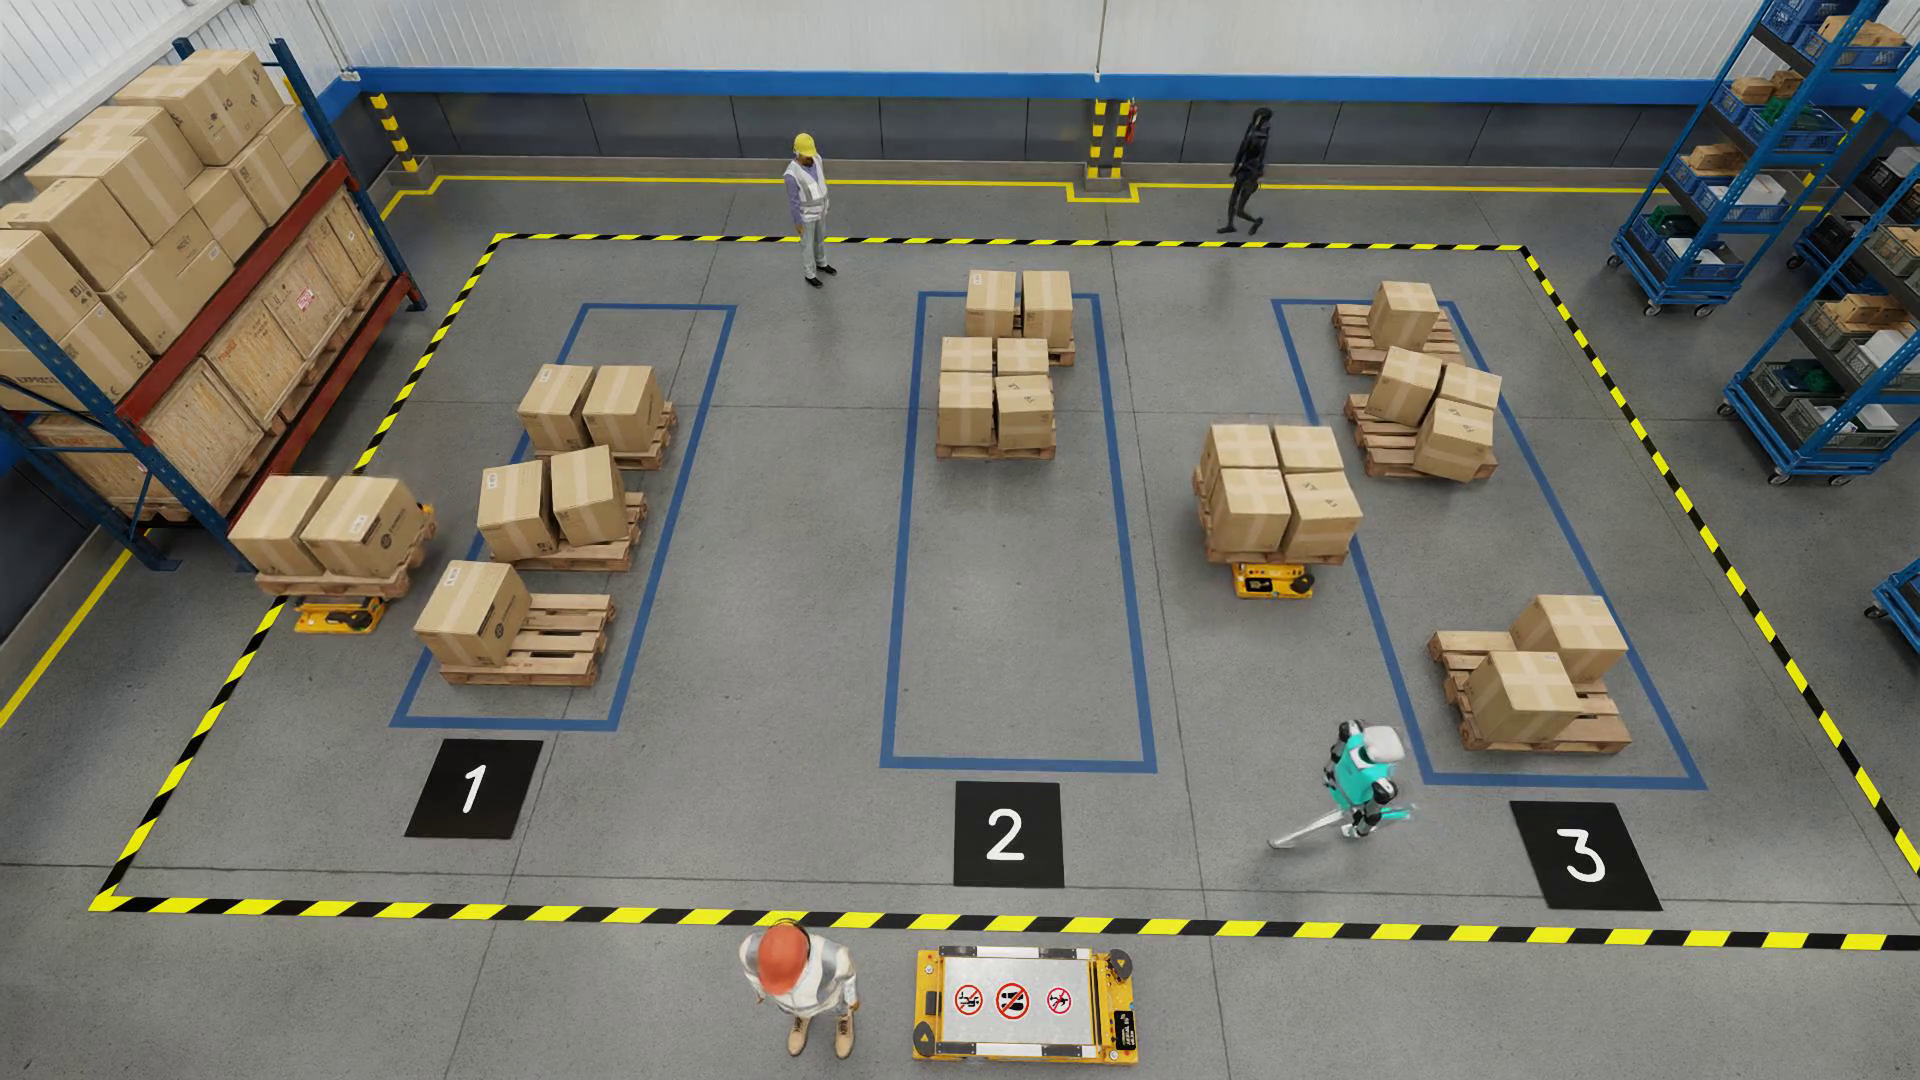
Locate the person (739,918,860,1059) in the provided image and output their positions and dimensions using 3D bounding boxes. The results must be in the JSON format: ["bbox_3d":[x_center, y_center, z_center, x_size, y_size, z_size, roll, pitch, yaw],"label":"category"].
[{"bbox_3d":[-0.881,2.595,5.228,0.615,2.039,0.383,4,51,3],"label":"person"}]

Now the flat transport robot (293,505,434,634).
[{"bbox_3d":[-5.397,0.206,8.300,0.652,0.197,1.431,1,51,1],"label":"flat transport robot"}]

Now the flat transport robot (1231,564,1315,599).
[{"bbox_3d":[2.813,-0.091,8.542,0.652,0.197,1.431,1,51,1],"label":"flat transport robot"}]

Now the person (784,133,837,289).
[{"bbox_3d":[-1.706,-3.804,10.579,0.404,1.827,0.599,24,55,18],"label":"person"}]

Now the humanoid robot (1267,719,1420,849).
[{"bbox_3d":[2.762,1.699,6.170,1.048,1.735,0.533,-11,52,-9],"label":"humanoid robot"}]

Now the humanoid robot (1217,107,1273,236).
[{"bbox_3d":[3.595,-4.512,11.255,0.510,1.639,0.591,-8,51,-7],"label":"humanoid robot"}]

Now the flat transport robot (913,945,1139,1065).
[{"bbox_3d":[0.422,3.041,6.007,1.431,0.231,0.659,1,51,1],"label":"flat transport robot"}]
